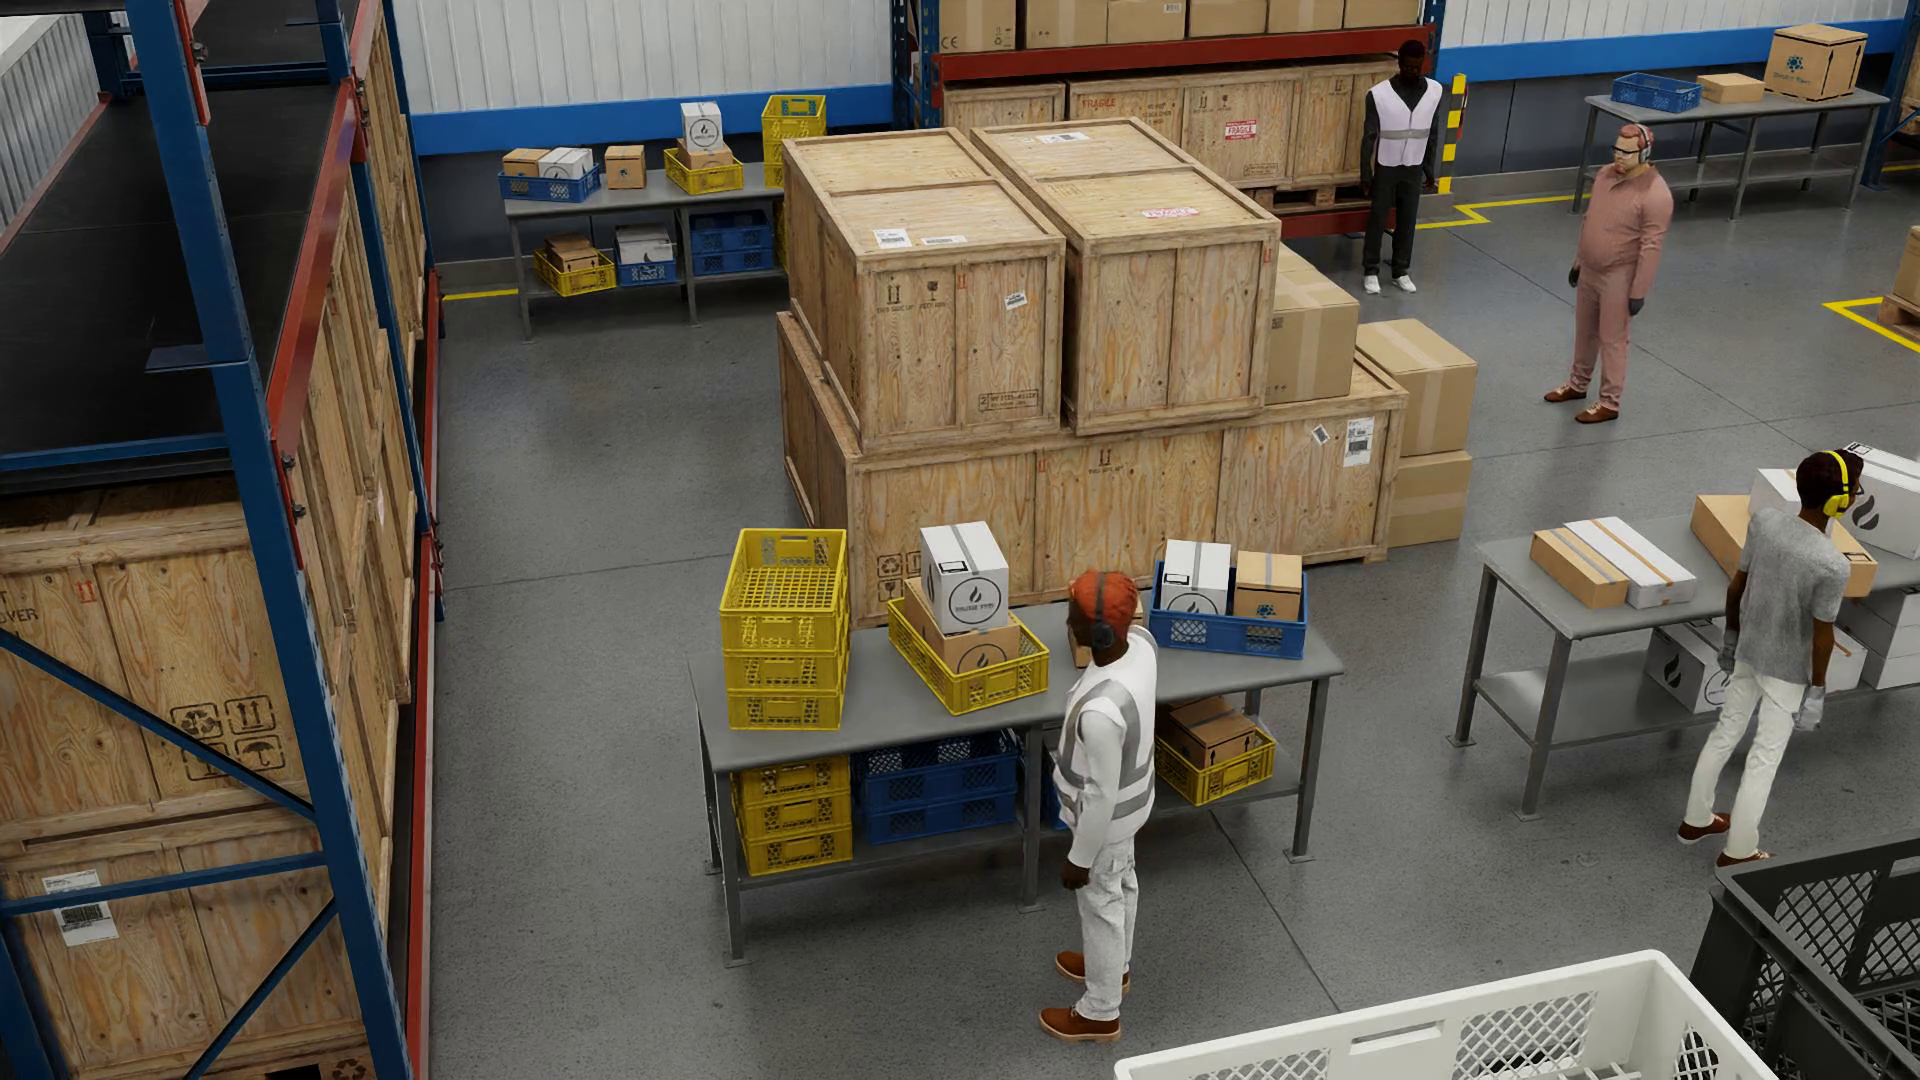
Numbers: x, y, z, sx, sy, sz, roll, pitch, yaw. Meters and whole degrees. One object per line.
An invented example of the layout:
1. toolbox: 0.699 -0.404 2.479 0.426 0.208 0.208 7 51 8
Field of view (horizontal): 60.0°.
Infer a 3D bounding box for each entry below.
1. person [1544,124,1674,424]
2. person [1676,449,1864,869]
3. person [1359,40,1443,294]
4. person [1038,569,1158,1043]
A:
1. person: 4.078 -1.669 10.449 0.401 1.900 0.650 -8 30 -14
2. person: 3.215 0.490 6.554 0.319 1.870 0.532 -9 30 -17
3. person: 3.275 -2.794 12.483 0.598 1.906 0.414 -6 29 -10
4. person: 0.484 0.928 5.745 0.356 1.884 0.572 8 30 15
